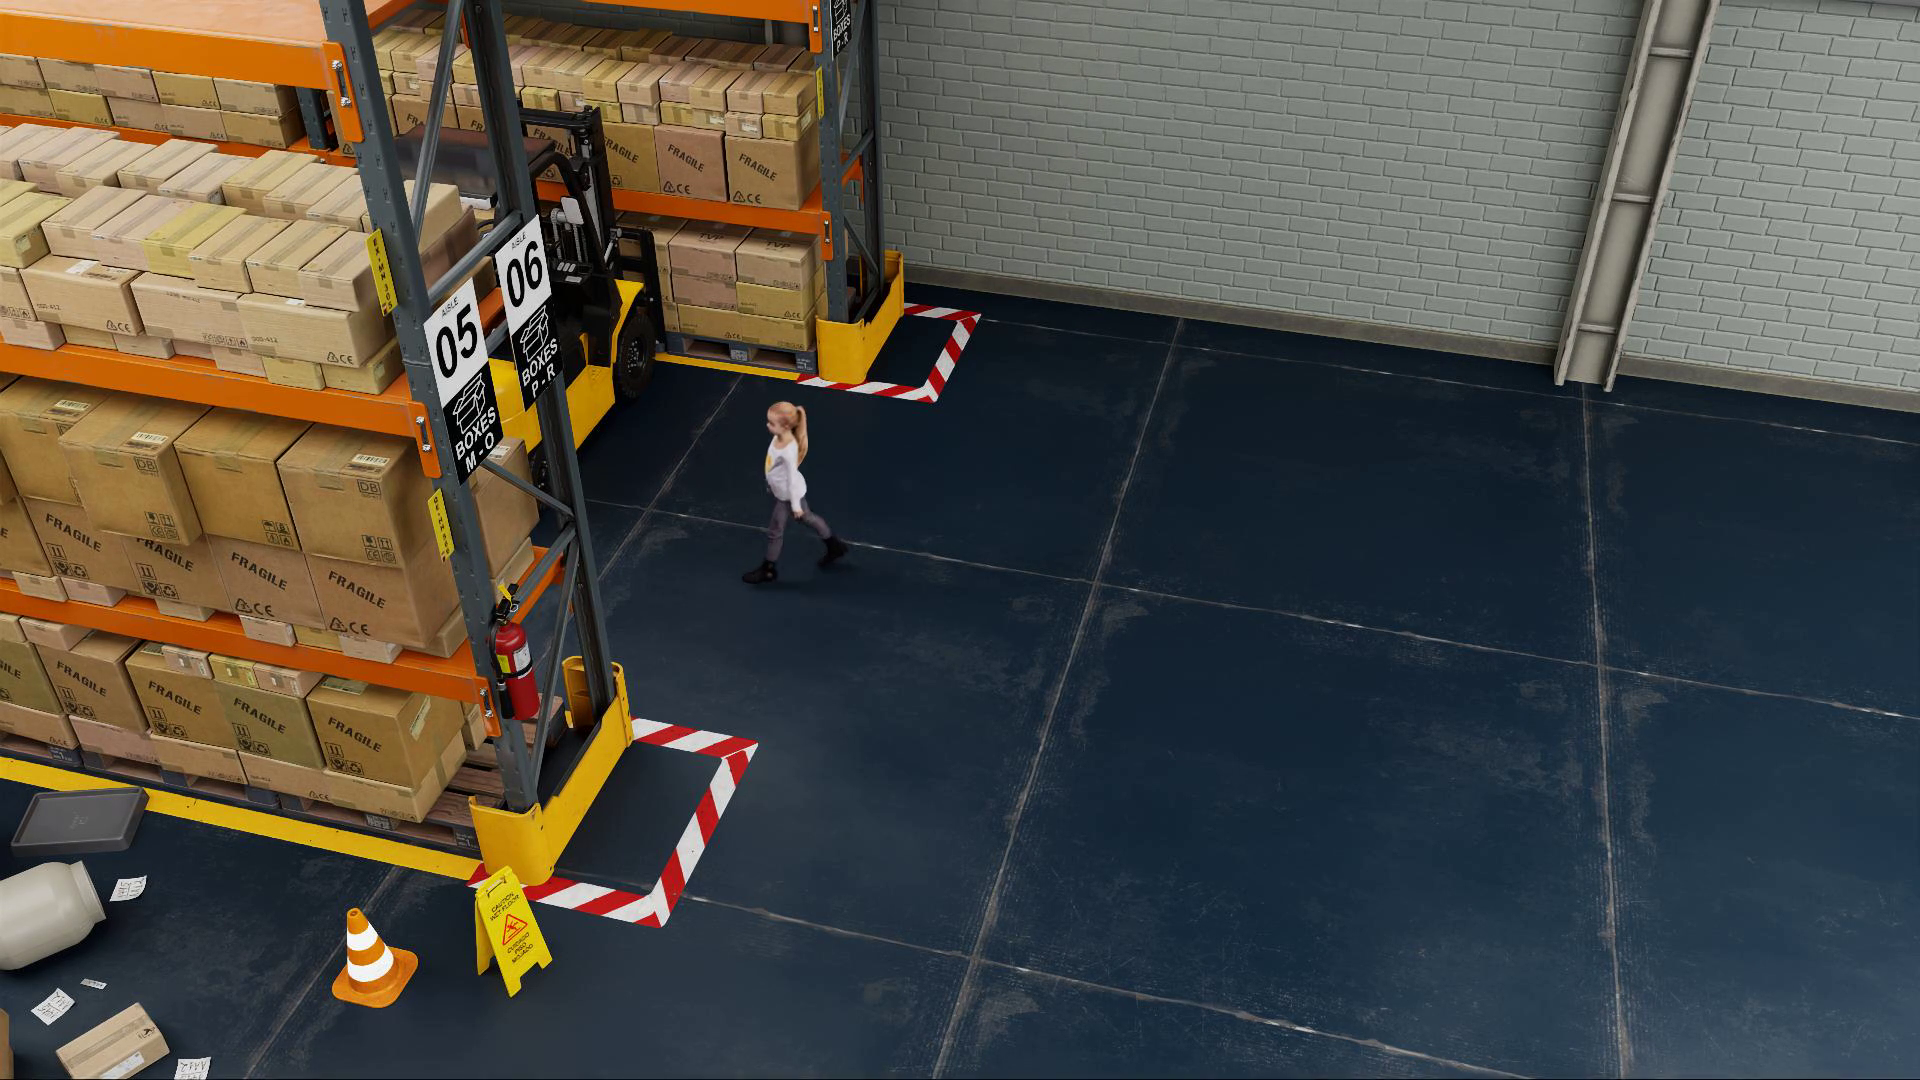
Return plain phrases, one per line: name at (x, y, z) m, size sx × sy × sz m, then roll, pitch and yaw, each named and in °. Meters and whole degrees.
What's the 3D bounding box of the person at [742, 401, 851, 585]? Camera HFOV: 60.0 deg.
person at (-0.962, -0.303, 10.038) m, size 0.962 × 1.264 × 0.721 m, roll -5°, pitch 38°, yaw -7°
